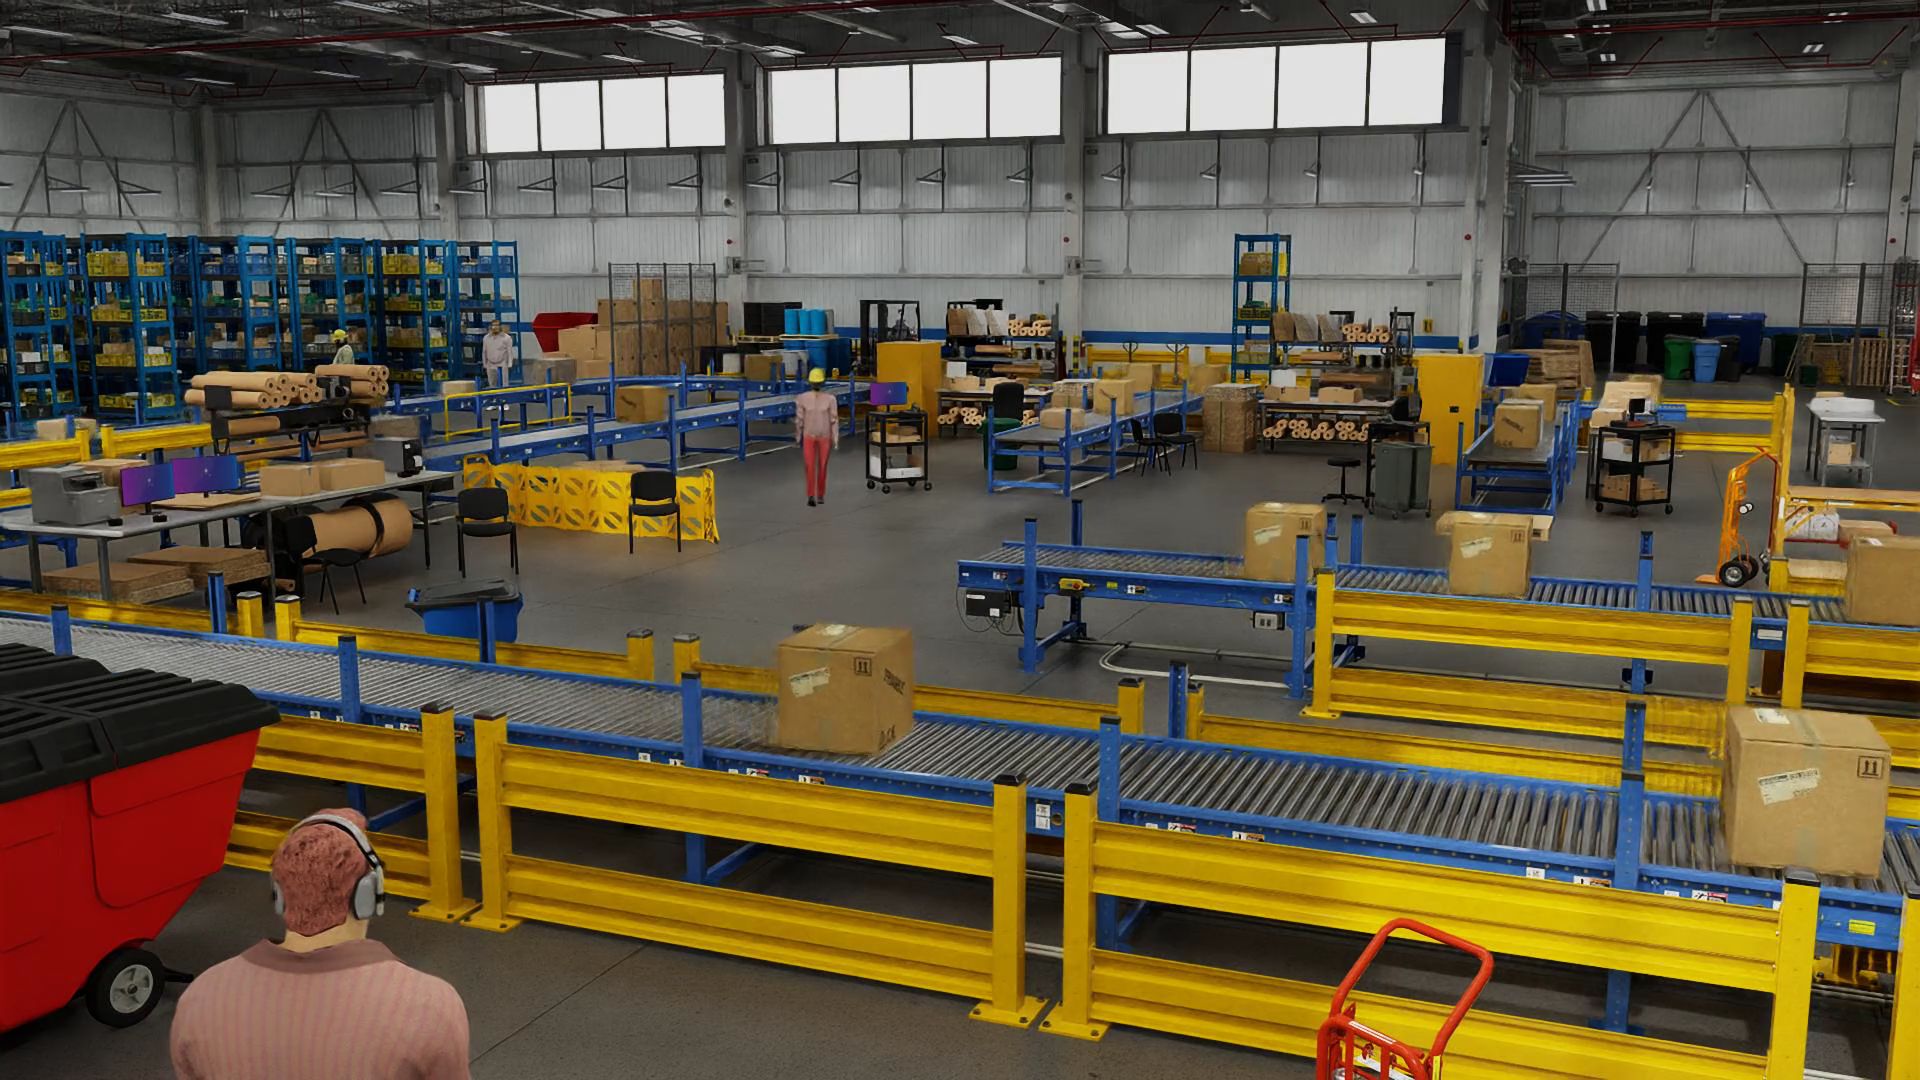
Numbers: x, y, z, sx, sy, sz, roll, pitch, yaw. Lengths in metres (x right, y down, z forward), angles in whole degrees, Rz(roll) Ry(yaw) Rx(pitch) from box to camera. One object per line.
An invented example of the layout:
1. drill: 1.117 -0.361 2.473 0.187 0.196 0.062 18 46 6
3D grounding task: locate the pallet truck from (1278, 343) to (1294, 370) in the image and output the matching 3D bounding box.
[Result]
1. pallet truck: 7.886 -4.163 39.743 0.653 1.274 1.630 4 10 22

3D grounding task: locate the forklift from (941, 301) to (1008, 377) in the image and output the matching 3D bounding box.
1. forklift: 0.365 -4.966 41.571 1.157 1.987 2.680 3 10 20

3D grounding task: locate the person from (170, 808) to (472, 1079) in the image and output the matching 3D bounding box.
1. person: -1.319 1.510 3.583 0.642 1.899 0.395 1 9 6

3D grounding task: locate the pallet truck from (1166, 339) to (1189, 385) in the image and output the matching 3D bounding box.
1. pallet truck: 5.418 -4.269 40.420 0.704 1.261 1.522 3 10 20

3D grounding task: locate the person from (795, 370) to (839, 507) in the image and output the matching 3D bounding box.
1. person: -1.789 -1.271 20.923 0.547 1.717 0.877 -1 9 -7

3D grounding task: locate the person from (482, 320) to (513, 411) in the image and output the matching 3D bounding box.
1. person: -9.692 -3.651 34.821 0.655 1.904 0.407 1 9 6

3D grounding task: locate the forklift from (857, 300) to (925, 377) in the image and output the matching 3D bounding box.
1. forklift: -1.732 -5.109 42.468 1.157 1.987 2.680 4 10 22

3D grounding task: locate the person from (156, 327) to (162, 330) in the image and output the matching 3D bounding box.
1. person: -17.903 -4.009 37.226 0.569 1.831 0.411 -7 12 -36

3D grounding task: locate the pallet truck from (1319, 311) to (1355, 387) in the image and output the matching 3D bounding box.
1. pallet truck: 9.071 -4.419 39.190 0.823 1.965 1.885 5 10 26

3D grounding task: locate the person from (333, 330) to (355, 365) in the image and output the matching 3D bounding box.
1. person: -11.720 -3.087 31.652 0.403 1.823 0.587 -4 10 -23

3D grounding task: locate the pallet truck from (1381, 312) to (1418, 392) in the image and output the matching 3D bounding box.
1. pallet truck: 10.207 -4.283 38.369 0.823 1.965 1.885 3 10 20

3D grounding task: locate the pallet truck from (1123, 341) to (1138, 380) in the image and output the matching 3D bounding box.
1. pallet truck: 4.445 -4.380 41.279 0.680 1.201 1.601 4 10 22
